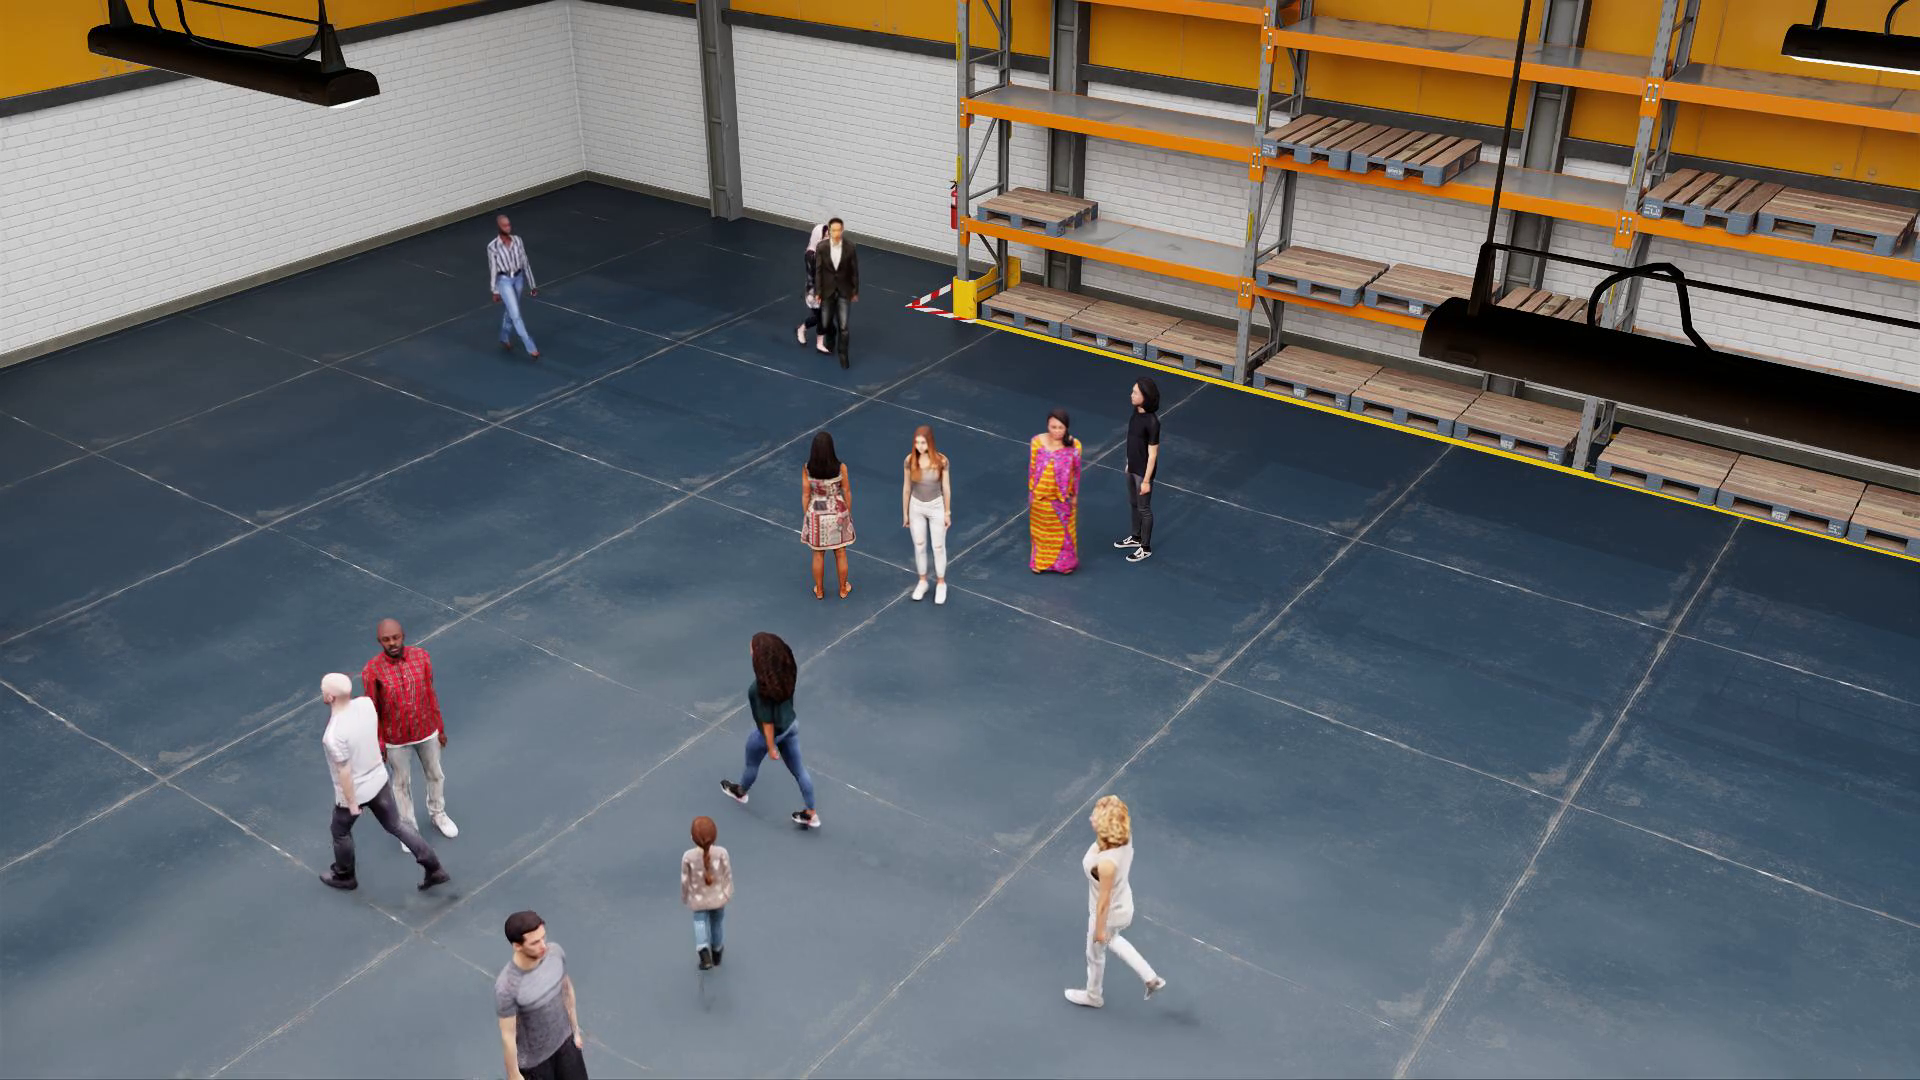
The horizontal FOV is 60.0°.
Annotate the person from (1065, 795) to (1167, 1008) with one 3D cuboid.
[{"bbox_3d":[1.003,2.295,10.356,0.921,1.657,0.714,11,31,20],"label":"person"}]

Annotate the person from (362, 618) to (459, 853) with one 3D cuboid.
[{"bbox_3d":[-3.951,1.355,11.908,0.747,1.820,0.717,-17,33,-28],"label":"person"}]

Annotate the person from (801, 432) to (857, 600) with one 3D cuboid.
[{"bbox_3d":[-1.199,-0.223,14.984,0.690,1.645,0.781,-2,29,-3],"label":"person"}]

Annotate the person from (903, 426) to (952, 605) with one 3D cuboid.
[{"bbox_3d":[-0.283,-0.254,14.967,0.609,1.715,0.730,5,29,8],"label":"person"}]

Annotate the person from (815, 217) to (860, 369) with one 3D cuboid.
[{"bbox_3d":[-1.496,-2.993,19.917,0.994,1.784,1.037,-4,29,-7],"label":"person"}]

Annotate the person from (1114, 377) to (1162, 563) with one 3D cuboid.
[{"bbox_3d":[1.714,-0.695,15.648,0.767,1.836,0.680,-8,30,-14],"label":"person"}]

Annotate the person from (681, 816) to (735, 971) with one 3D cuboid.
[{"bbox_3d":[-1.632,2.323,10.793,0.651,1.188,0.711,-5,29,-9],"label":"person"}]

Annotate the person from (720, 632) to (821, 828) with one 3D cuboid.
[{"bbox_3d":[-1.269,1.407,12.073,1.105,1.570,0.637,16,32,26],"label":"person"}]

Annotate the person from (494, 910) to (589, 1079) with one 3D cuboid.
[{"bbox_3d":[-2.397,2.780,9.261,0.911,1.854,0.691,18,33,29],"label":"person"}]

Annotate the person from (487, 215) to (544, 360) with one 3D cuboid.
[{"bbox_3d":[-5.477,-3.057,20.073,1.181,1.747,0.727,22,36,35],"label":"person"}]

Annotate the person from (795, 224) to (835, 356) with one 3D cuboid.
[{"bbox_3d":[-1.780,-3.044,20.187,0.802,1.616,0.703,16,33,27],"label":"person"}]

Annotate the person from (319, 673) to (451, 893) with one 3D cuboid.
[{"bbox_3d":[-3.977,1.697,11.303,1.308,1.798,0.930,8,30,15],"label":"person"}]

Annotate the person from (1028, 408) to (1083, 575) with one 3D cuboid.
[{"bbox_3d":[0.883,-0.464,15.394,0.736,1.675,0.822,4,29,7],"label":"person"}]
